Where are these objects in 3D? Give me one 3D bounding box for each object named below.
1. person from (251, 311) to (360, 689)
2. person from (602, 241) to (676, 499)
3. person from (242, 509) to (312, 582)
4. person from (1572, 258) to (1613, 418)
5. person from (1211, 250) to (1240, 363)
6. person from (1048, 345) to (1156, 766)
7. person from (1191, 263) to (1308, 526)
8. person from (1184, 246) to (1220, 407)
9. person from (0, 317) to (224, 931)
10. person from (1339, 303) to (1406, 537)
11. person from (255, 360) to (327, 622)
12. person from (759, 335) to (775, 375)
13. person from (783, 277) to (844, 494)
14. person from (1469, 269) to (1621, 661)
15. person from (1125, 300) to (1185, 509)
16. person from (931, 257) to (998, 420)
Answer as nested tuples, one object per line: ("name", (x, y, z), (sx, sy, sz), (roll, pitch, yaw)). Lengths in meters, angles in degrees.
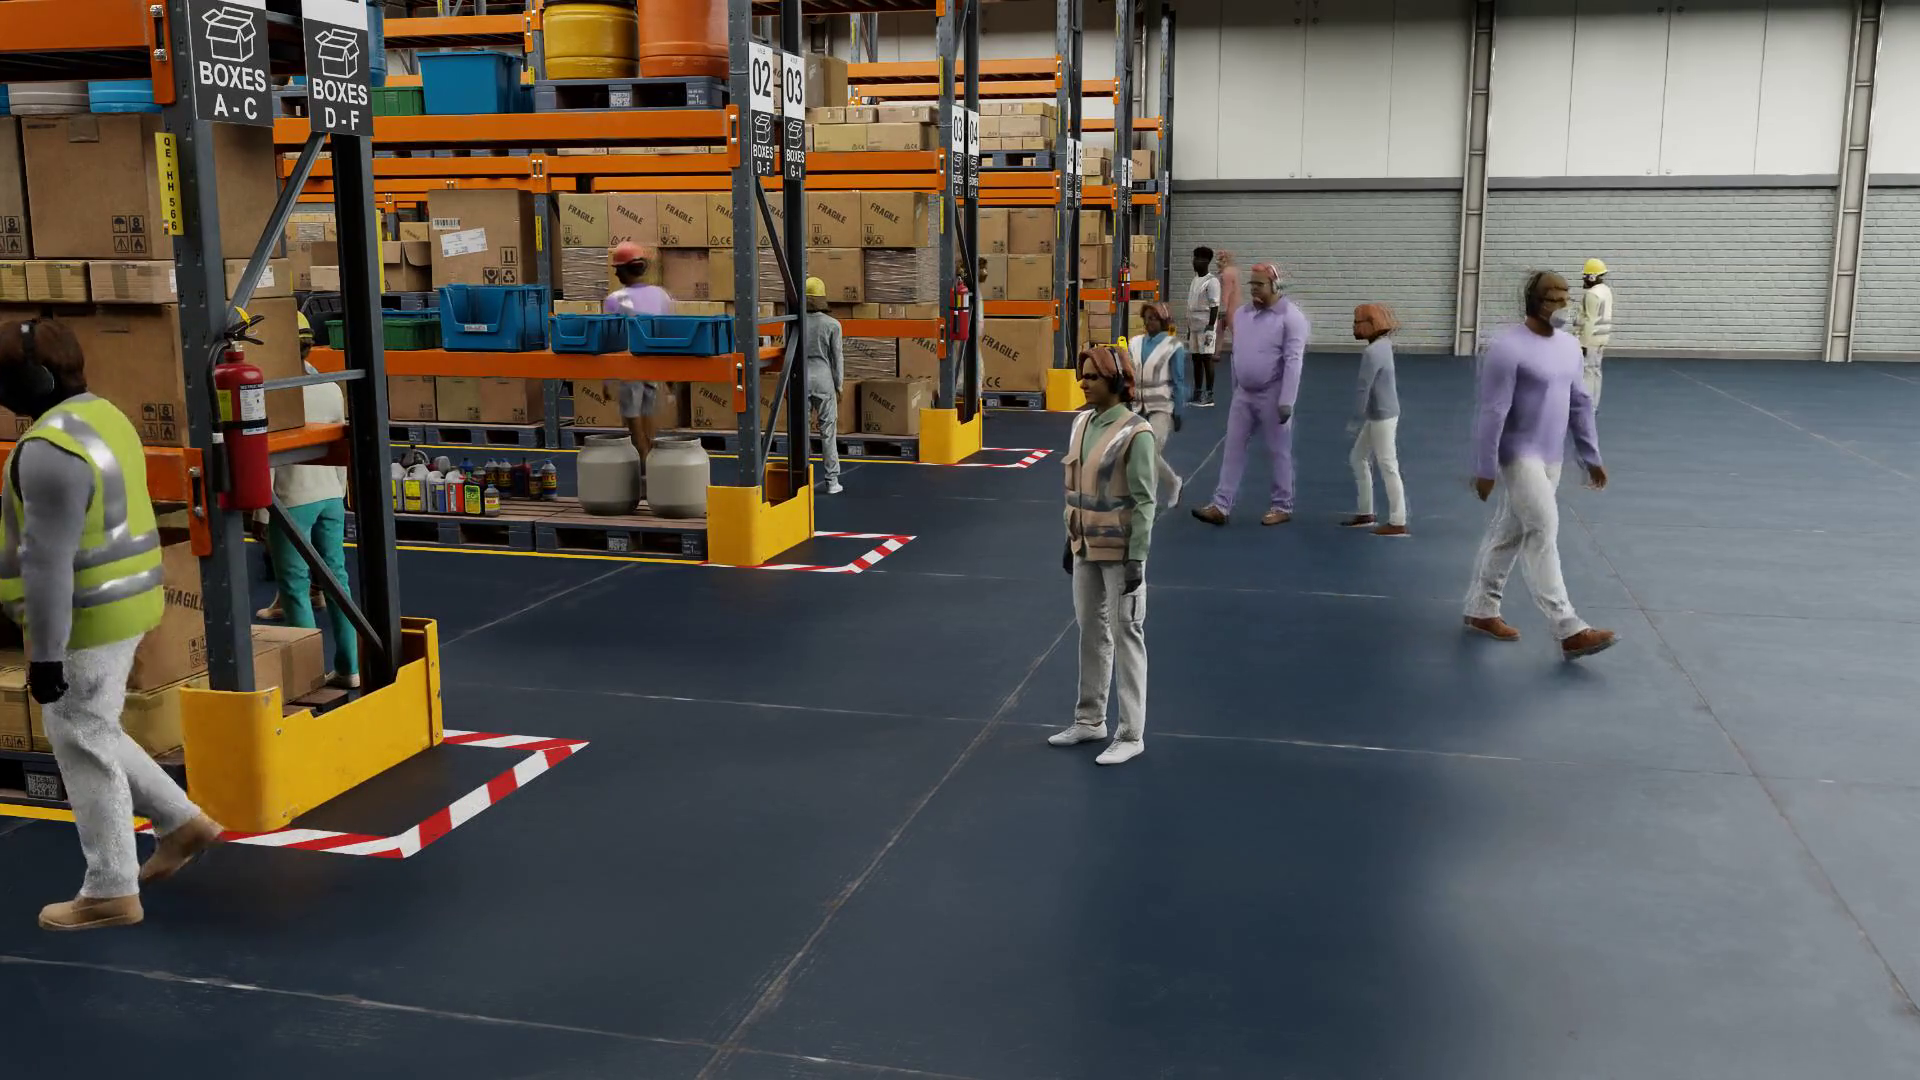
("person", (-2.943, -0.160, 7.410), (0.341, 1.756, 0.519), (4, 11, 22))
("person", (-2.560, -1.326, 13.114), (0.430, 2.028, 0.652), (8, 13, 38))
("person", (-4.162, -0.666, 9.795), (0.499, 1.909, 0.574), (0, 10, -1))
("person", (7.208, -2.291, 19.012), (0.404, 1.830, 0.601), (8, 13, 37))
("person", (4.401, -3.856, 27.603), (0.884, 1.867, 0.653), (1, 10, 4))
("person", (0.576, 0.055, 6.544), (0.307, 1.640, 0.519), (-6, 12, -31))
("person", (2.076, -1.005, 11.770), (0.854, 1.869, 0.660), (-10, 14, -43))
("person", (2.974, -2.627, 20.513), (0.367, 1.961, 0.607), (-4, 11, -20))
("person", (-2.586, 0.256, 4.935), (0.453, 1.825, 0.626), (-2, 10, -13))
("person", (2.844, -0.826, 11.521), (0.617, 1.602, 0.509), (4, 11, 21))
("person", (-3.644, -0.407, 8.952), (0.321, 1.694, 0.529), (4, 11, 19))
("person", (-2.266, -2.453, 19.358), (0.405, 2.037, 0.605), (0, 10, 2))
("person", (-1.181, -1.241, 13.437), (0.490, 1.743, 0.324), (0, 10, 1))
("person", (2.917, -0.368, 8.195), (0.636, 1.892, 0.991), (-8, 13, -37))
("person", (1.453, -0.953, 12.196), (0.708, 1.612, 0.517), (-9, 14, -41))
("person", (0.047, -2.269, 18.836), (0.693, 1.855, 0.532), (1, 10, 4))
